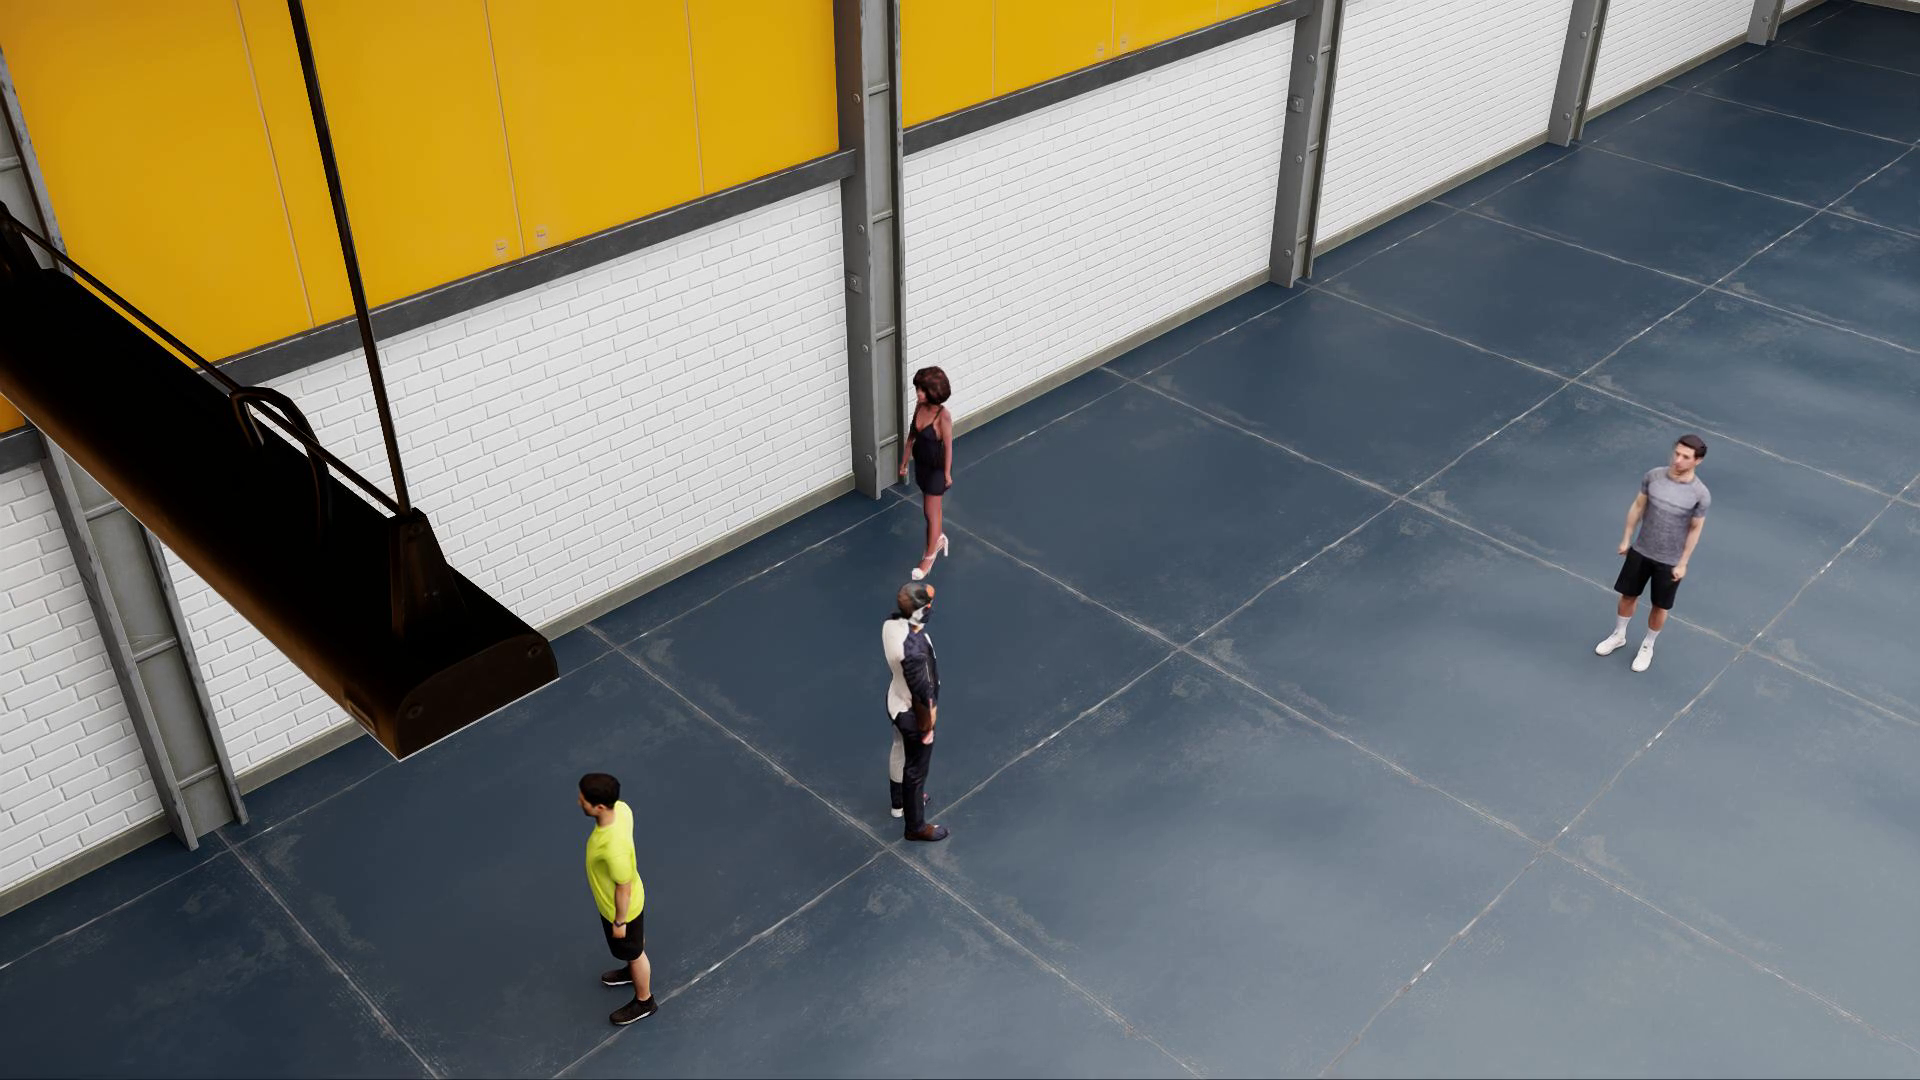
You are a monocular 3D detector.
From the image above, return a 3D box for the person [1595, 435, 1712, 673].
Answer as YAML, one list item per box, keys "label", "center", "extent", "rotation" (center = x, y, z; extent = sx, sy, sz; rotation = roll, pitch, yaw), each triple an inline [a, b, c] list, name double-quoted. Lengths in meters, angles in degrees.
- label: "person"
  center: [5.023, 0.066, 11.924]
  extent: [0.541, 1.878, 0.651]
  rotation: [-28, 43, -35]

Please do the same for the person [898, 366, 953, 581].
- label: "person"
  center: [-0.176, -0.571, 12.970]
  extent: [0.733, 1.781, 0.616]
  rotation: [-23, 40, -30]

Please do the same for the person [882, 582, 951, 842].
- label: "person"
  center: [-0.305, 1.060, 10.417]
  extent: [0.752, 1.890, 0.770]
  rotation: [-11, 35, -16]

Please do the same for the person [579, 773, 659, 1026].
- label: "person"
  center: [-1.890, 1.953, 9.239]
  extent: [0.695, 1.709, 0.698]
  rotation: [-9, 35, -14]
